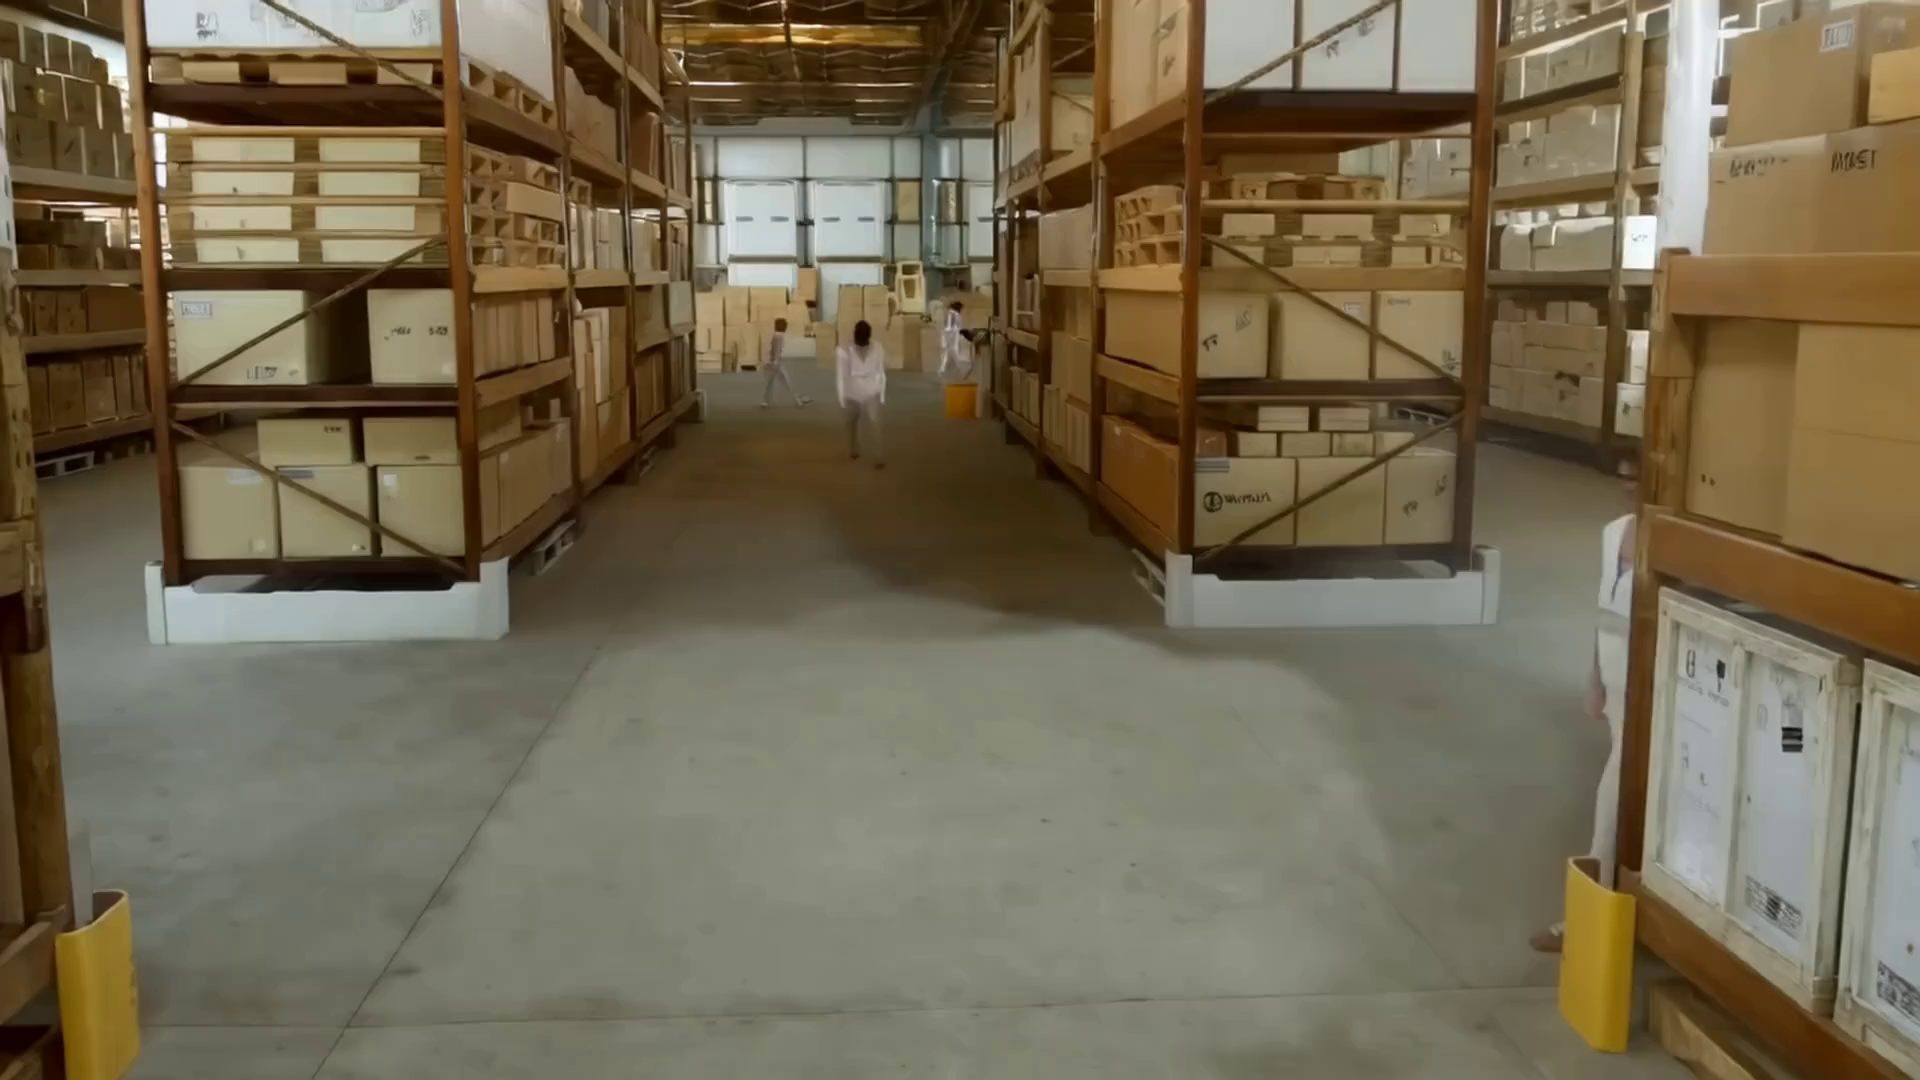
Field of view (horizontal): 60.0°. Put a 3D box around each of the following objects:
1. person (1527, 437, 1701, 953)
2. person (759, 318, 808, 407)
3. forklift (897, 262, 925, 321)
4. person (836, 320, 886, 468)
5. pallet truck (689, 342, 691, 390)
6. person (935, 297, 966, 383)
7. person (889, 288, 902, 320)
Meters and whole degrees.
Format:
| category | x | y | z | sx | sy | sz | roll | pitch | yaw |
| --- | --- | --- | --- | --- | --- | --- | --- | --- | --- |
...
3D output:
| category | x | y | z | sx | sy | sz | roll | pitch | yaw |
| --- | --- | --- | --- | --- | --- | --- | --- | --- | --- |
| person | 2.453 | 0.537 | 5.793 | 0.852 | 1.820 | 0.580 | -1 | 9 | -7 |
| person | -3.193 | -3.157 | 29.708 | 0.888 | 1.583 | 0.520 | -2 | 9 | -14 |
| forklift | -1.813 | -8.621 | 59.962 | 1.129 | 2.768 | 1.873 | -1 | 9 | -4 |
| person | -1.183 | -1.765 | 20.287 | 0.640 | 1.806 | 0.899 | -2 | 9 | -13 |
| pallet truck | -5.225 | -3.008 | 27.480 | 1.885 | 1.965 | 0.823 | 2 | 9 | 14 |
| person | -0.089 | -4.335 | 36.197 | 0.998 | 1.864 | 0.642 | -4 | 10 | -21 |
| person | -2.311 | -7.827 | 57.973 | 0.637 | 1.929 | 0.368 | 3 | 10 | 21 |
